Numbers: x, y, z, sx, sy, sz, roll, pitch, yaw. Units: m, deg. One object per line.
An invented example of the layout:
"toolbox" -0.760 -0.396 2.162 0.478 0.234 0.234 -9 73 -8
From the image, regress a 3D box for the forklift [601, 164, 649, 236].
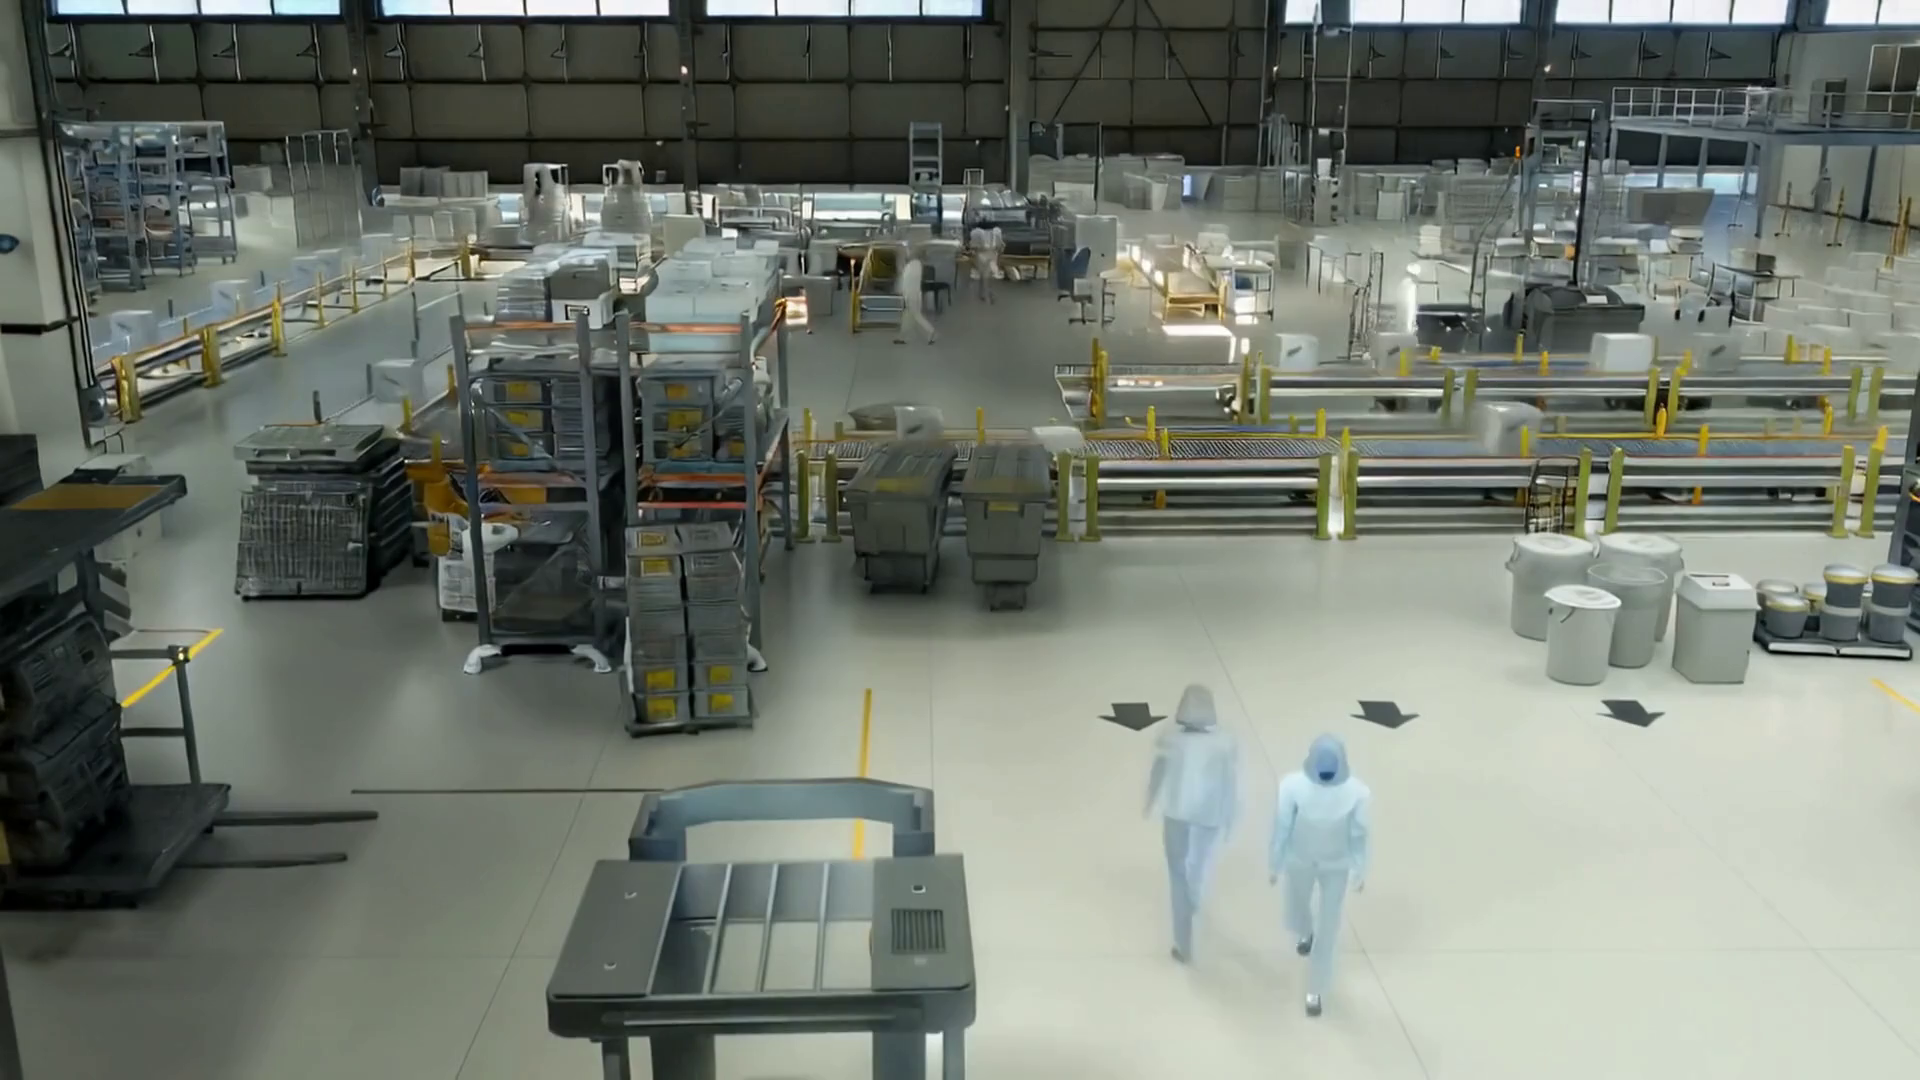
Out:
"forklift" -9.948 -10.127 49.296 1.157 1.987 2.680 -1 16 -3

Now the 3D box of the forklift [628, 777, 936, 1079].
"forklift" -0.542 2.165 5.552 1.129 2.768 1.873 -1 16 -2

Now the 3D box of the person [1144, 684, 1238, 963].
"person" 1.345 1.618 9.755 0.521 1.582 0.875 2 16 6

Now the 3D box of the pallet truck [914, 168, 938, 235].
"pallet truck" -0.989 -10.316 50.507 0.823 1.965 1.885 1 16 3

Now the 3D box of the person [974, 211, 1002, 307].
"person" 0.581 -6.039 35.630 0.608 2.018 0.794 -3 16 -10

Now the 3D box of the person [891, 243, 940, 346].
"person" -0.819 -4.474 30.397 0.829 1.883 0.643 -1 16 -2

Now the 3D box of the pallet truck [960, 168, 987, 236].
"pallet truck" 0.383 -10.230 50.206 0.823 1.965 1.885 -1 16 -3

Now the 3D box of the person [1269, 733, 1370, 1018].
"person" 1.982 1.766 9.188 0.514 1.603 0.645 4 17 15

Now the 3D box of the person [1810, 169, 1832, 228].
"person" 27.168 -10.789 52.506 0.517 1.810 0.948 -1 16 -3

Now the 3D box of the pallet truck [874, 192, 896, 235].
"pallet truck" -2.277 -9.986 50.594 0.653 1.274 1.630 0 16 -1

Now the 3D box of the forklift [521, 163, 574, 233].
"forklift" -12.233 -10.122 49.298 1.157 1.987 2.680 0 16 -1

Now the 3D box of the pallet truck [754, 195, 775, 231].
"pallet truck" -6.051 -9.967 50.660 0.680 1.201 1.601 0 16 -1

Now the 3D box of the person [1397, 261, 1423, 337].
"person" 7.558 -3.831 28.284 0.590 1.819 0.599 0 16 -1

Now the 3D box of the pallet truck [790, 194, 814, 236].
"pallet truck" -4.814 -9.883 50.259 0.704 1.261 1.522 -1 16 -3

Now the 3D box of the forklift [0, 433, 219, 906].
"forklift" -5.952 0.780 10.366 1.873 2.768 1.129 0 16 -1
